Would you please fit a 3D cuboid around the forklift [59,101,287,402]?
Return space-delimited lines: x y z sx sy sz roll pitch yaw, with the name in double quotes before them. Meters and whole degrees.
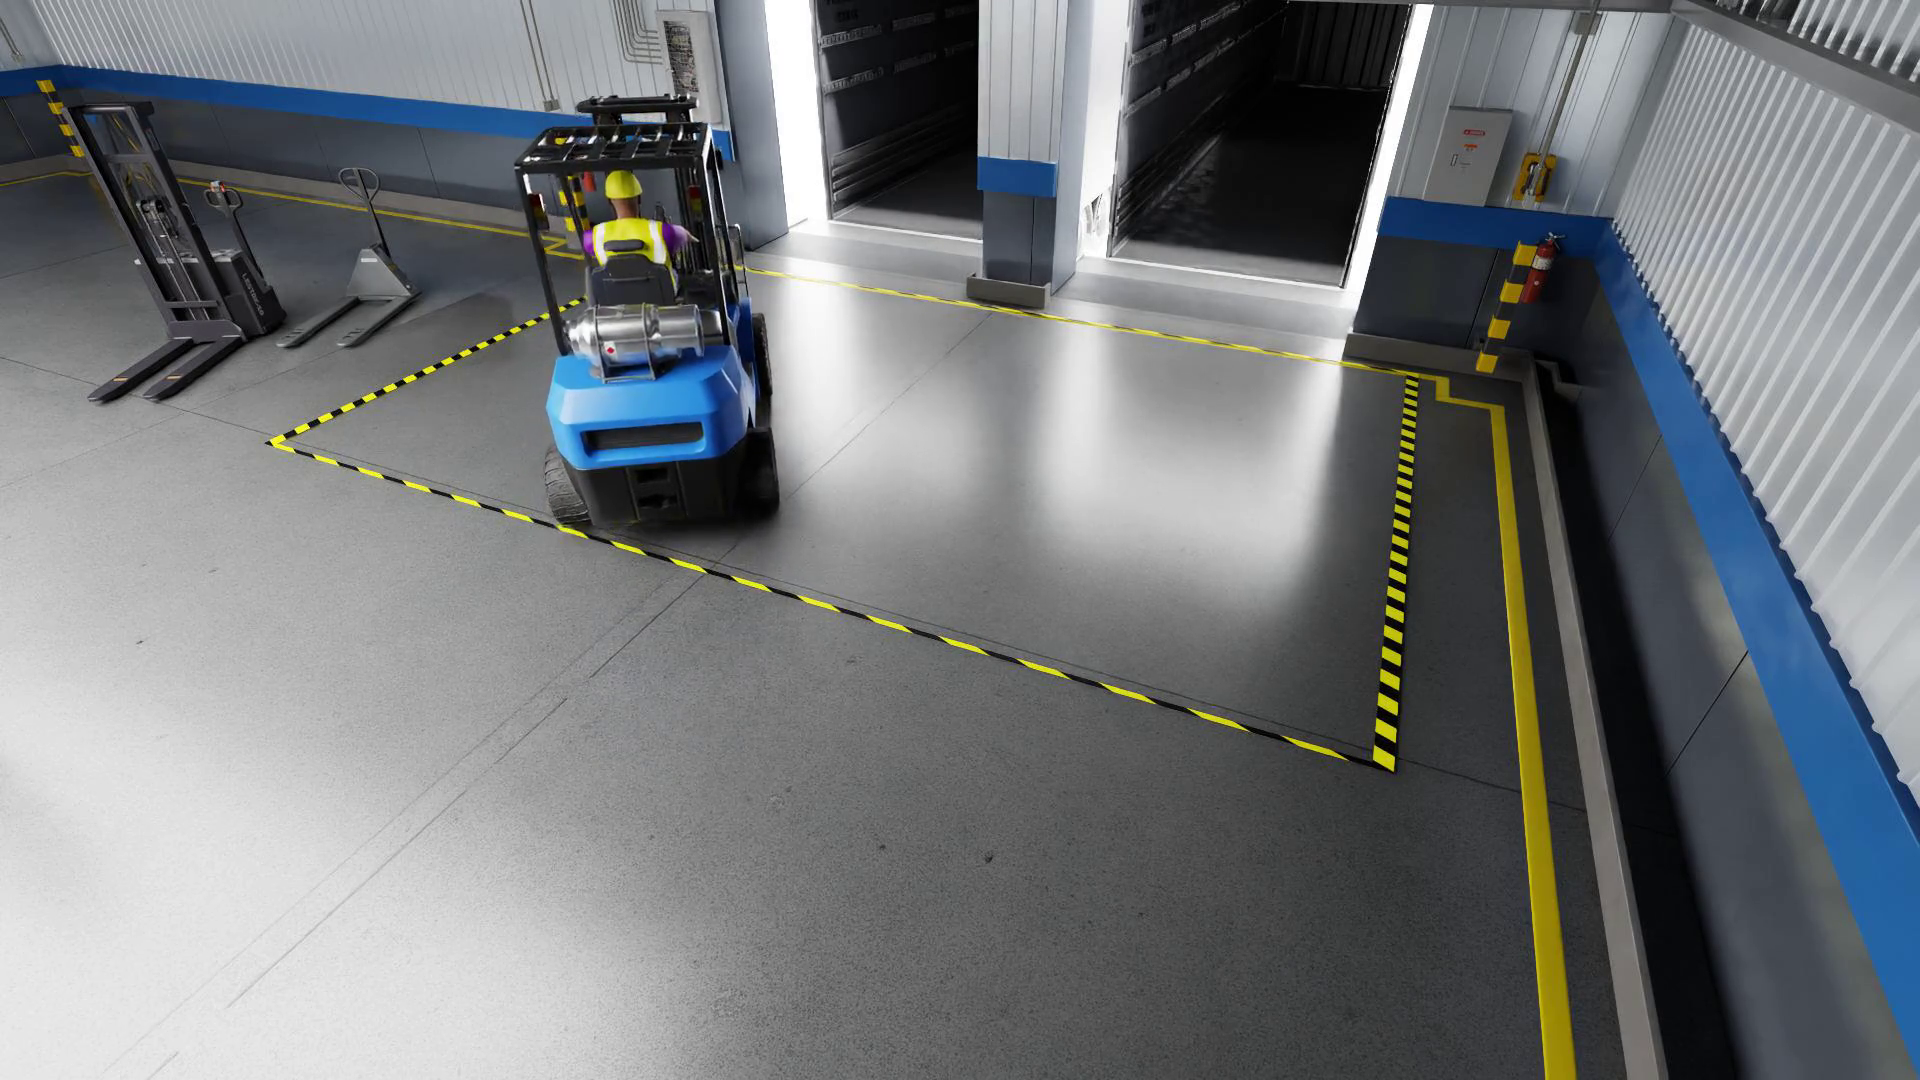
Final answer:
"forklift" -6.686 -2.387 7.434 0.823 1.965 1.885 -3 35 -5

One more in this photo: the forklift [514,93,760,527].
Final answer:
"forklift" -2.027 -1.635 6.048 1.157 2.036 2.680 -6 35 -8

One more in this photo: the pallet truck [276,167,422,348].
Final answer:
"pallet truck" -5.732 -2.611 8.414 0.680 1.201 1.601 -1 35 -1

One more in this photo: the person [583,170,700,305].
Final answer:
"person" -2.030 -1.823 5.990 0.635 1.294 1.004 -6 35 -8
